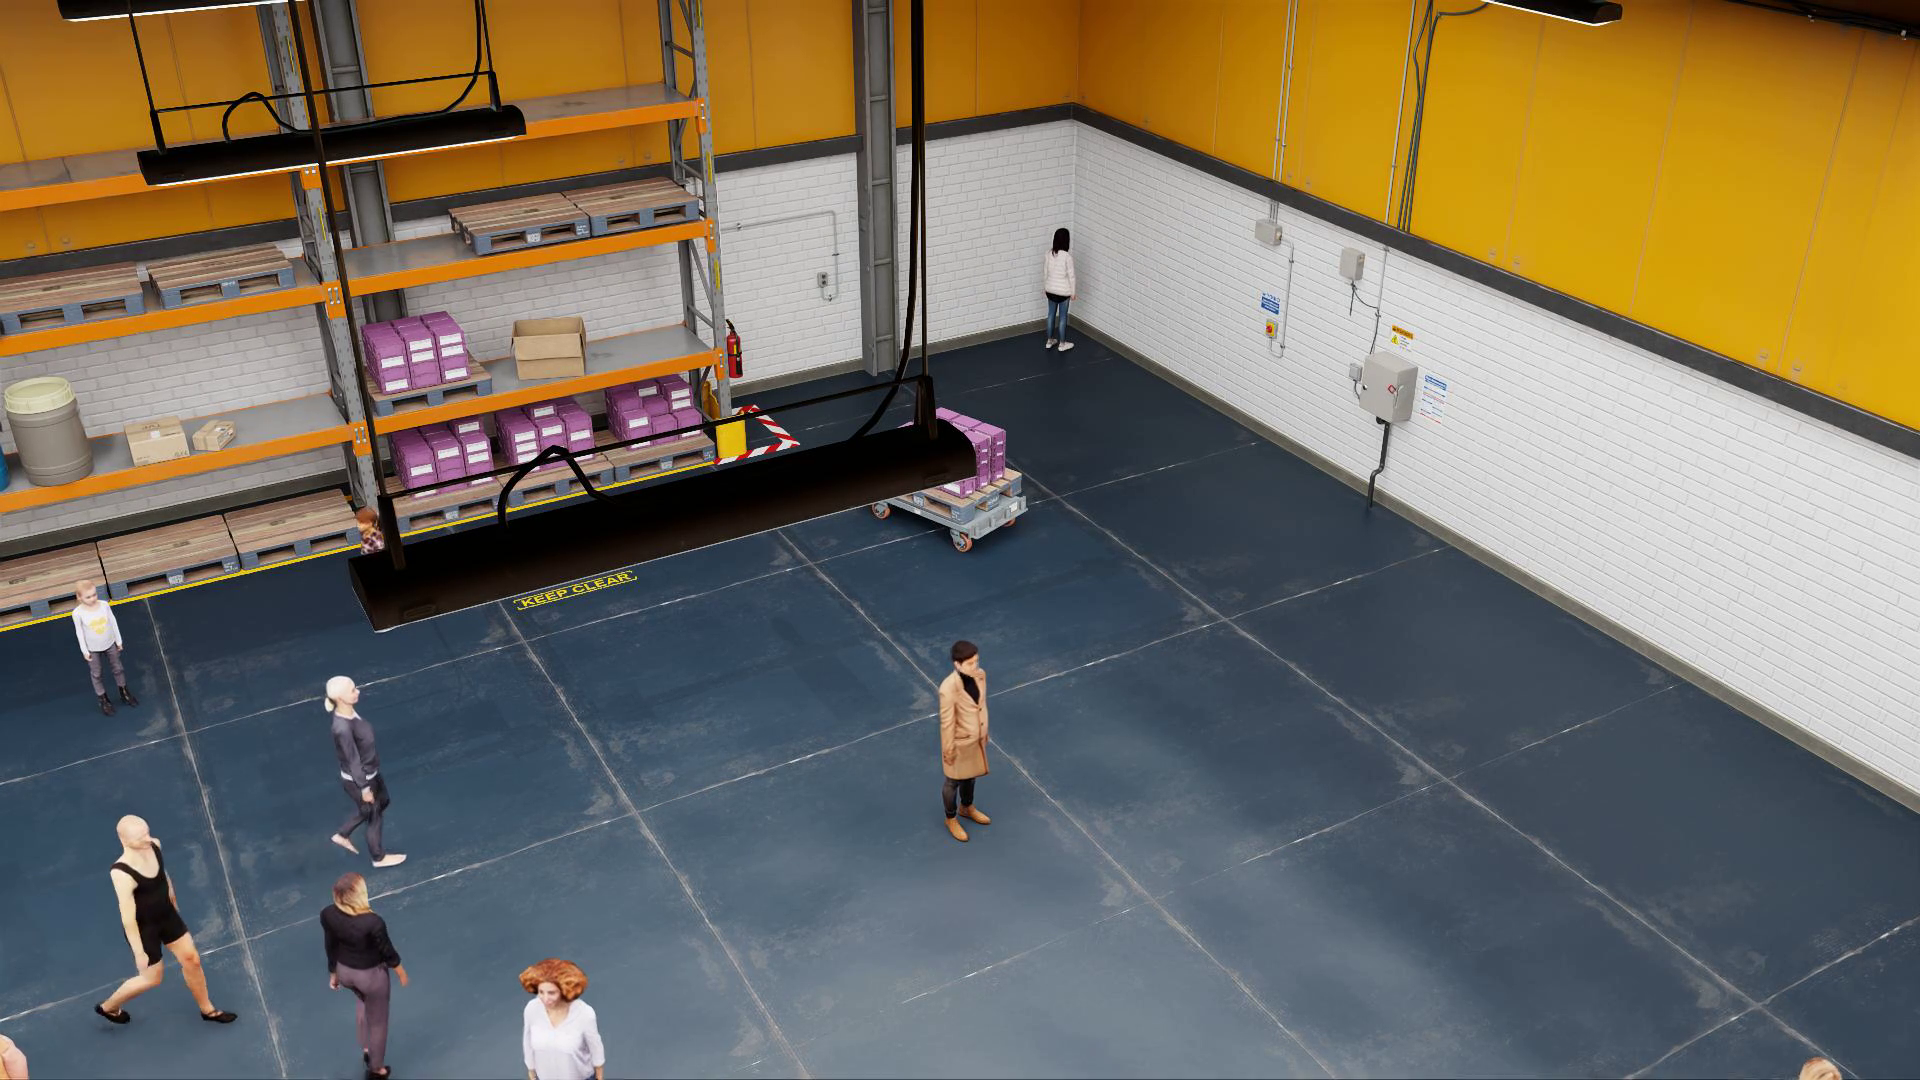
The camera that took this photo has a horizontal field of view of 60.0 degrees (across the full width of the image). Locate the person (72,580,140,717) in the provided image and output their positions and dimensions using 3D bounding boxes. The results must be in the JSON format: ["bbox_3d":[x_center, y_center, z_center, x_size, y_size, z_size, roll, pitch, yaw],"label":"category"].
[{"bbox_3d":[-7.496,0.908,14.493,0.598,1.278,0.501,25,37,38],"label":"person"}]

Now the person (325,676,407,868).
[{"bbox_3d":[-4.571,1.764,12.468,0.809,1.714,0.705,-8,30,-15],"label":"person"}]

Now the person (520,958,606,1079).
[{"bbox_3d":[-2.328,3.164,9.905,0.722,1.711,0.806,3,29,6],"label":"person"}]

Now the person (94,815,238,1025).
[{"bbox_3d":[-5.426,2.550,10.959,1.240,1.780,1.086,0,29,1],"label":"person"}]

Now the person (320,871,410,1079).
[{"bbox_3d":[-3.825,2.848,10.535,0.724,1.661,0.781,7,29,13],"label":"person"}]

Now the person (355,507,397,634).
[{"bbox_3d":[-5.438,0.259,15.659,0.589,1.300,0.592,-24,37,-37],"label":"person"}]

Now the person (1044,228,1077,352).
[{"bbox_3d":[1.300,-3.300,21.833,0.703,1.636,0.689,19,34,31],"label":"person"}]

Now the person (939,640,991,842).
[{"bbox_3d":[0.032,1.513,12.916,0.800,1.727,0.679,22,35,34],"label":"person"}]
